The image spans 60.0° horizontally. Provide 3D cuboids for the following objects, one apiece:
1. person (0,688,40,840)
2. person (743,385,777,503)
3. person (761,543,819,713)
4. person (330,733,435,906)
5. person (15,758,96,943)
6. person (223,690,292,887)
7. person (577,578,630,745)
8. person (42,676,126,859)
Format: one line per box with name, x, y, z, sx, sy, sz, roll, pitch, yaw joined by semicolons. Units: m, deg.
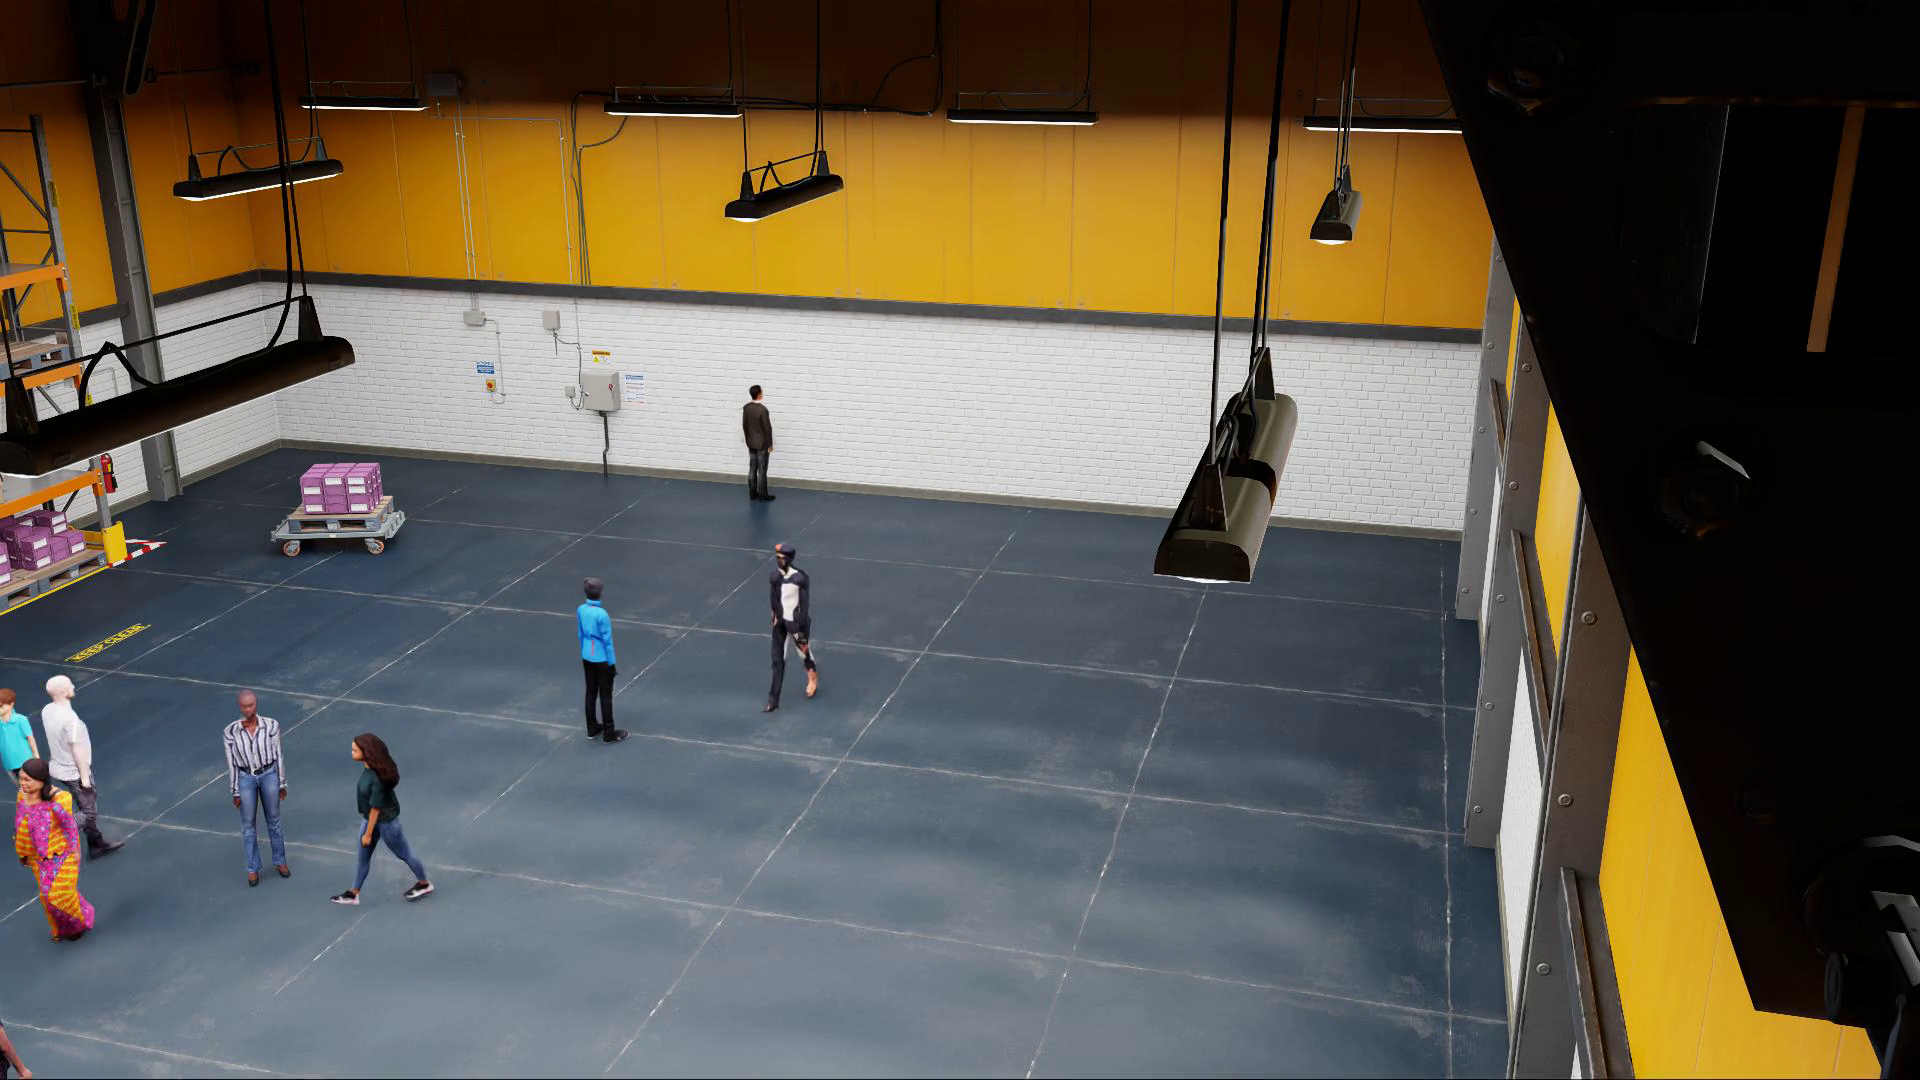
person;-8.787;2.030;15.594;0.634;1.430;0.837;2;19;5
person;-3.096;-1.495;25.476;0.753;1.804;0.686;14;23;35
person;-1.791;0.922;18.224;0.804;1.851;1.225;8;20;22
person;-4.851;2.404;14.259;1.116;1.572;1.031;-12;22;-31
person;-7.469;2.525;13.757;0.666;1.663;0.715;6;20;18
person;-6.191;2.156;14.644;0.684;1.796;0.748;-11;21;-29
person;-3.791;1.248;17.339;0.687;1.798;0.670;13;23;35
person;-7.990;2.095;14.806;0.941;1.809;1.140;15;24;38
